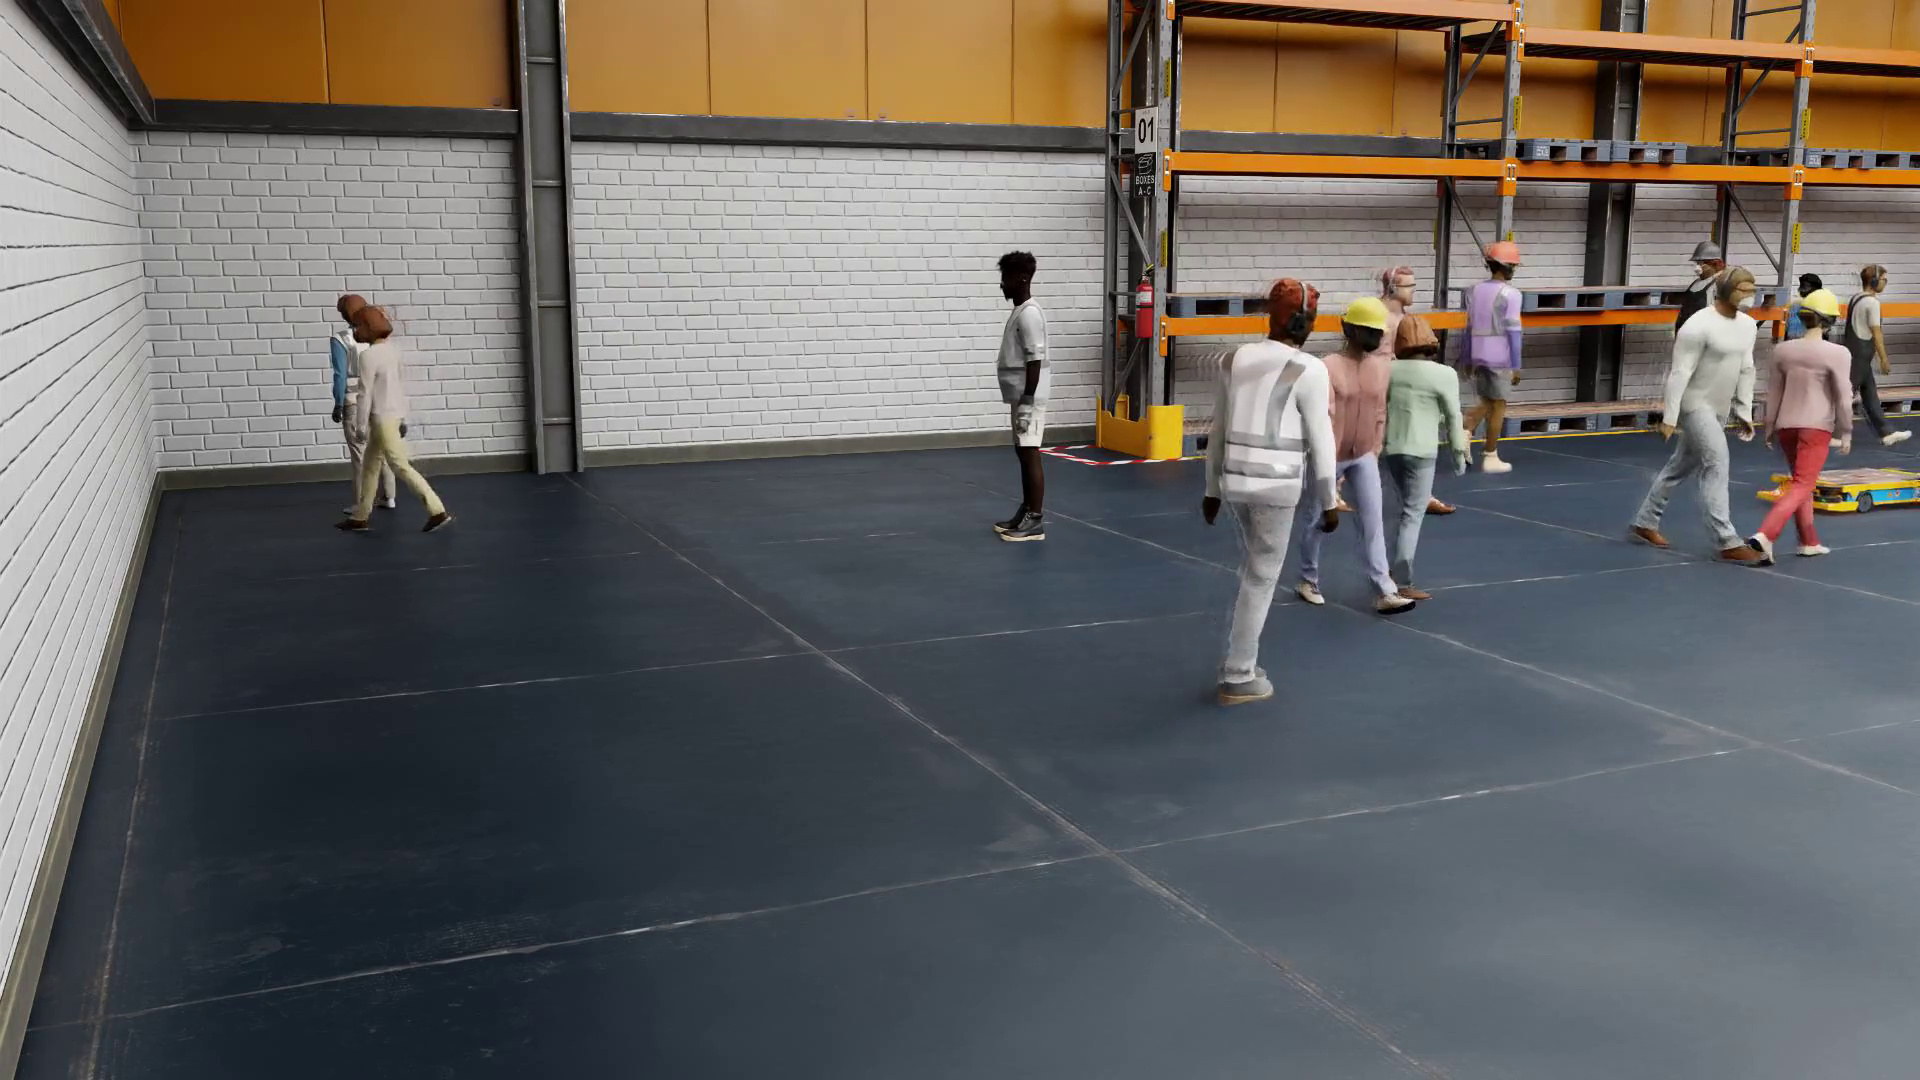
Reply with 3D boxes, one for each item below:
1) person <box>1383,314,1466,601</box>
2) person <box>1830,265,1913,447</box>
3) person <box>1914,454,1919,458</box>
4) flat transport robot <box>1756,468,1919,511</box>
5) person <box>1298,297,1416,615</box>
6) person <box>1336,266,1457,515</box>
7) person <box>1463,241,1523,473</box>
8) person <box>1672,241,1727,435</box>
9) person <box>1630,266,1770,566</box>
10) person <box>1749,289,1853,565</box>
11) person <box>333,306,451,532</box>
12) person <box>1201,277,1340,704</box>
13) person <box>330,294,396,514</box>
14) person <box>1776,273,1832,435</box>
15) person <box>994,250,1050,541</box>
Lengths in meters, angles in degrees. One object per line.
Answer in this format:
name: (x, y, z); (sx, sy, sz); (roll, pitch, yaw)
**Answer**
person: (2.580, -0.460, 9.408); (0.442, 1.620, 0.473); (-7, 12, -35)
person: (8.903, -1.786, 16.303); (0.967, 1.792, 0.520); (2, 10, 12)
person: (9.125, -1.660, 15.433); (0.389, 1.852, 0.549); (0, 10, 1)
flat transport robot: (6.939, -0.399, 12.814); (1.431, 0.197, 0.652); (-4, 11, -22)
person: (2.135, -0.440, 9.009); (0.534, 1.714, 0.935); (-3, 11, -19)
person: (3.140, -1.094, 12.312); (1.020, 1.851, 0.654); (5, 11, 27)
person: (4.629, -1.580, 14.502); (0.502, 2.024, 0.635); (-5, 11, -25)
person: (7.648, -2.063, 17.151); (0.535, 2.000, 0.683); (-1, 10, -7)
person: (4.759, -0.809, 10.662); (0.631, 1.881, 1.022); (-7, 12, -35)
person: (5.294, -0.708, 10.464); (0.849, 1.733, 0.535); (-5, 11, -27)
person: (-3.964, -0.828, 11.544); (0.870, 1.586, 0.506); (1, 10, 3)
person: (1.365, -0.202, 7.268); (0.545, 1.864, 0.595); (-7, 12, -34)
person: (-4.453, -1.007, 12.396); (0.311, 1.636, 0.521); (6, 12, 29)
person: (8.758, -1.911, 17.261); (0.319, 1.697, 0.533); (-5, 11, -25)
person: (0.429, -0.976, 11.302); (0.373, 1.966, 0.607); (0, 10, -2)
